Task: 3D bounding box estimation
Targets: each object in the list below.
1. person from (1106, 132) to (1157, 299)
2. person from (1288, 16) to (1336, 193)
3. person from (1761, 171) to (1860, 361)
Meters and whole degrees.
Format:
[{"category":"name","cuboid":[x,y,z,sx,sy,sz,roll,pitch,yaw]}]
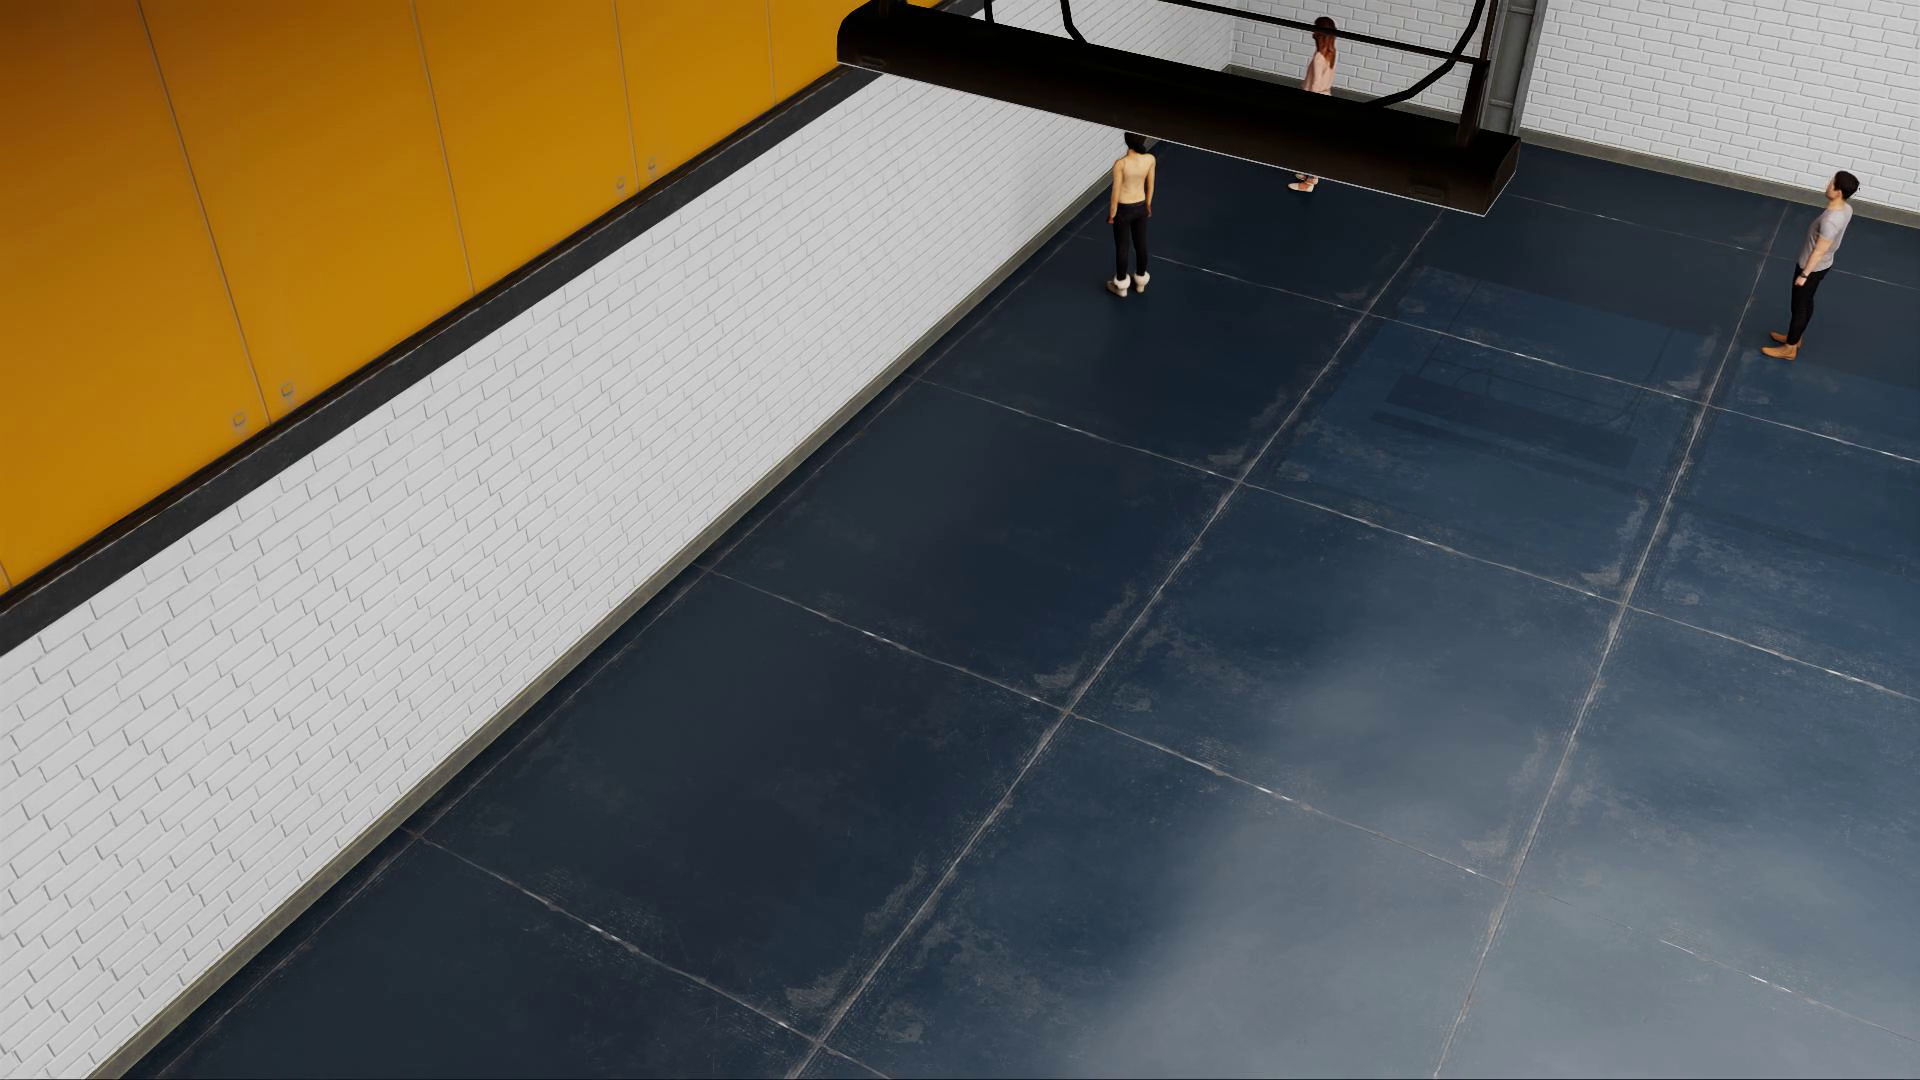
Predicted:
[{"category":"person","cuboid":[1.554,-2.994,15.068,0.683,1.660,0.728,-13,40,-16]},{"category":"person","cuboid":[3.569,-4.363,16.676,0.522,1.791,0.600,18,42,21]},{"category":"person","cuboid":[7.309,-2.353,14.212,0.562,1.724,0.630,25,45,28]}]
